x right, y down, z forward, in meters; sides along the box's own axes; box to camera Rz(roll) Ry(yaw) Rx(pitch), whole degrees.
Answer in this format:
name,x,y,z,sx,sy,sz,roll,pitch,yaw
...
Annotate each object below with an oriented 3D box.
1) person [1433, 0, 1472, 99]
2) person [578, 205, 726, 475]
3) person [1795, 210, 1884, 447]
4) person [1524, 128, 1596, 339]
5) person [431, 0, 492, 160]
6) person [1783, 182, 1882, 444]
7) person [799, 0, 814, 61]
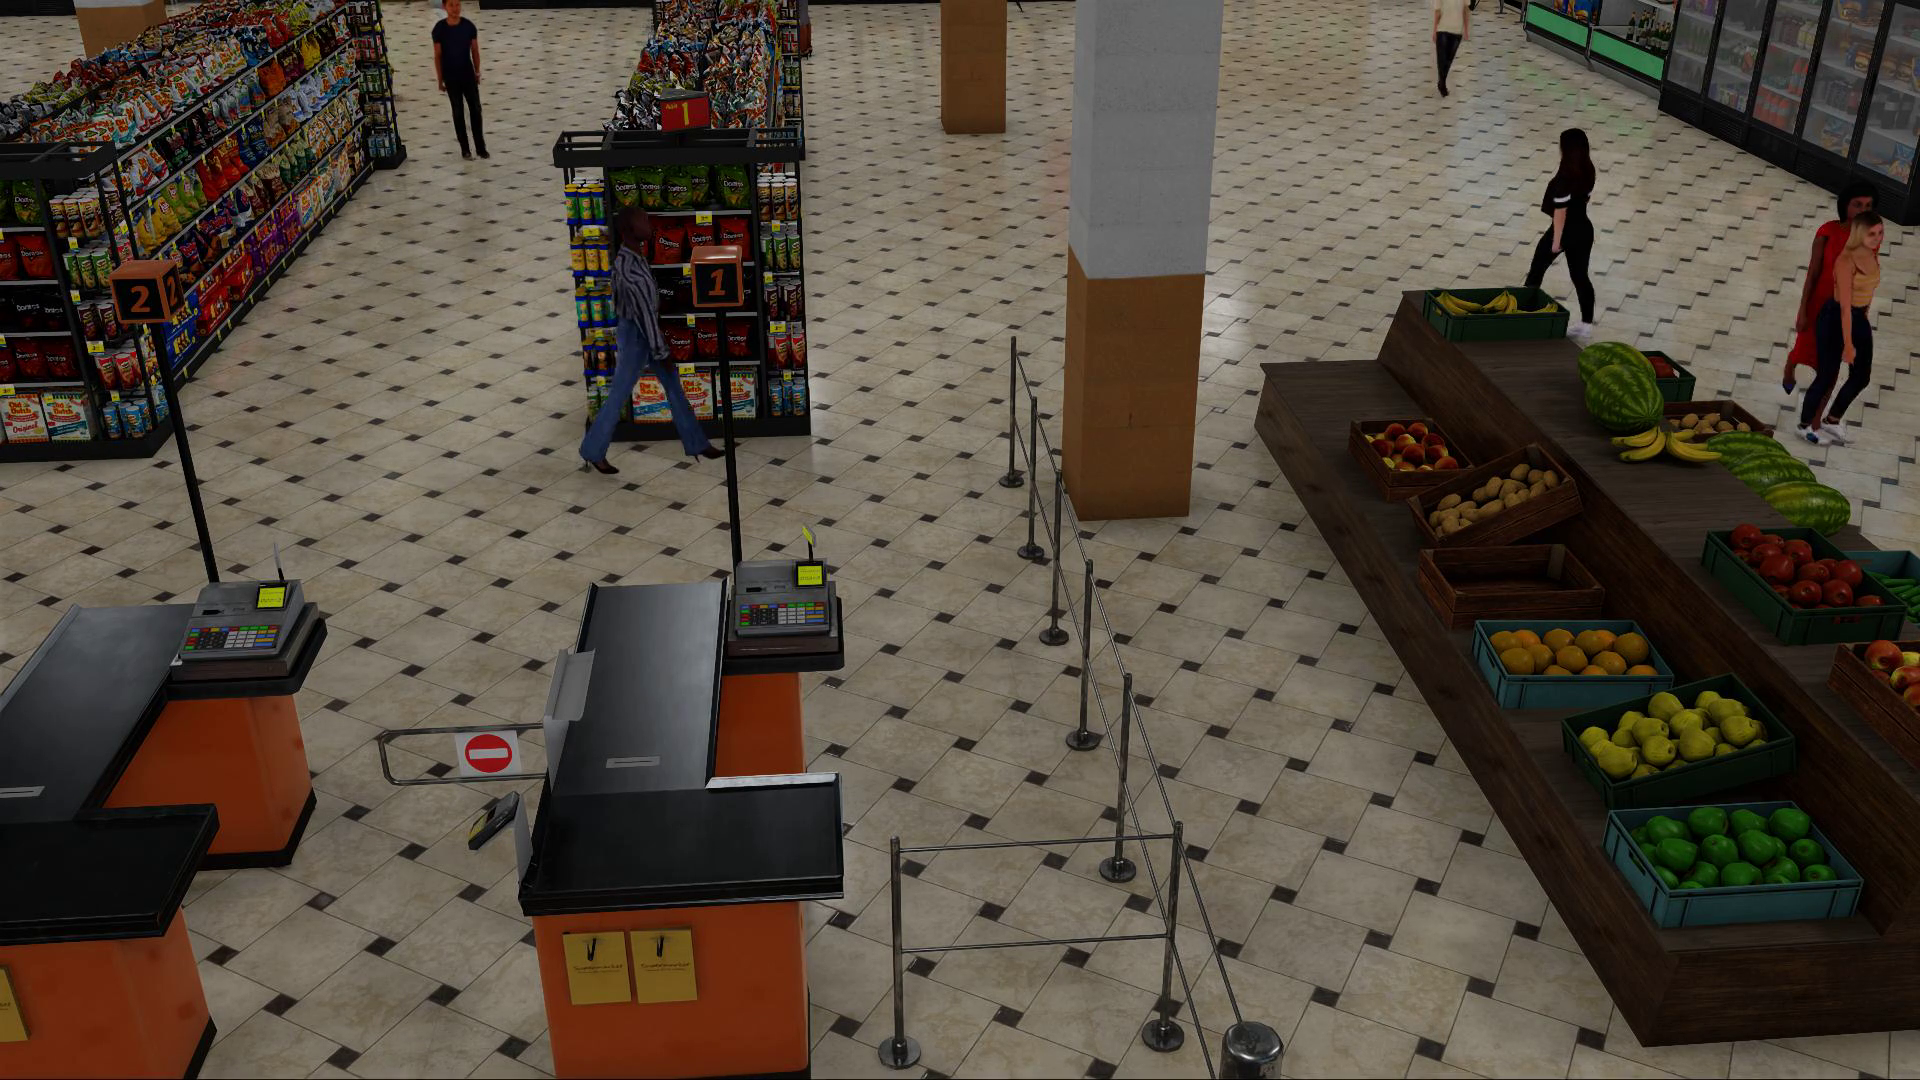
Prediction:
name,x,y,z,sx,sy,sz,roll,pitch,yaw
person,6.114,-6.347,20.830,0.645,1.555,0.989,-1,27,-1
person,-2.105,-1.180,10.443,0.677,1.735,1.091,-2,27,-4
person,5.760,-1.402,11.017,0.683,1.613,0.734,-15,31,-27
person,4.760,-2.321,12.865,1.001,1.579,1.235,-16,31,-28
person,-5.431,-5.026,17.982,0.762,1.776,0.839,-10,29,-19
person,5.839,-1.563,11.222,0.814,1.714,1.109,7,28,14
person,-2.198,-7.555,22.963,0.714,1.781,0.582,8,28,16
